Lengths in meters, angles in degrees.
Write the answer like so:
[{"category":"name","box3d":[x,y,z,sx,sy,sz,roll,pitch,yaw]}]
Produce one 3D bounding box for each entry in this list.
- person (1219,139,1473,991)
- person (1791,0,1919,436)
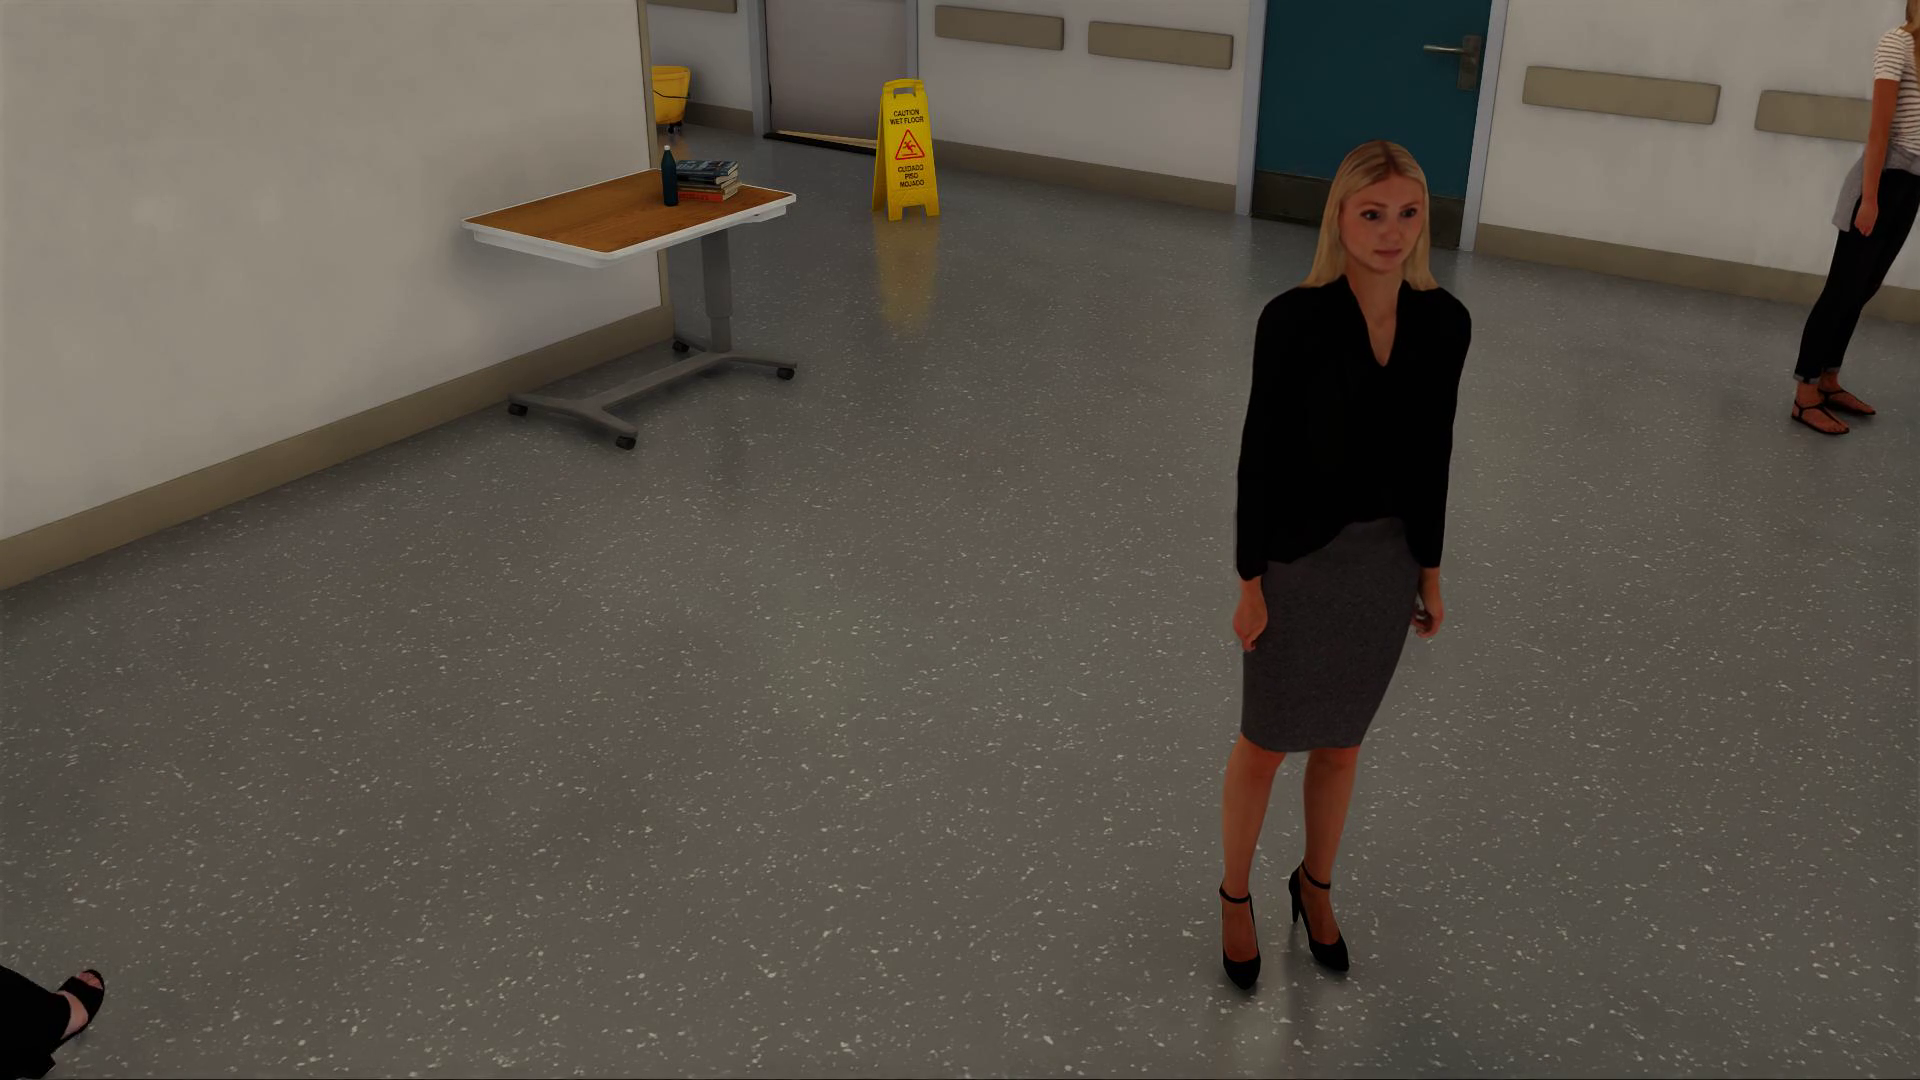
[{"category":"person","box3d":[0.746,0.111,3.370,0.688,1.843,0.742,-5,26,-11]},{"category":"person","box3d":[3.528,-1.329,6.377,0.660,1.825,0.601,-22,33,-37]}]
